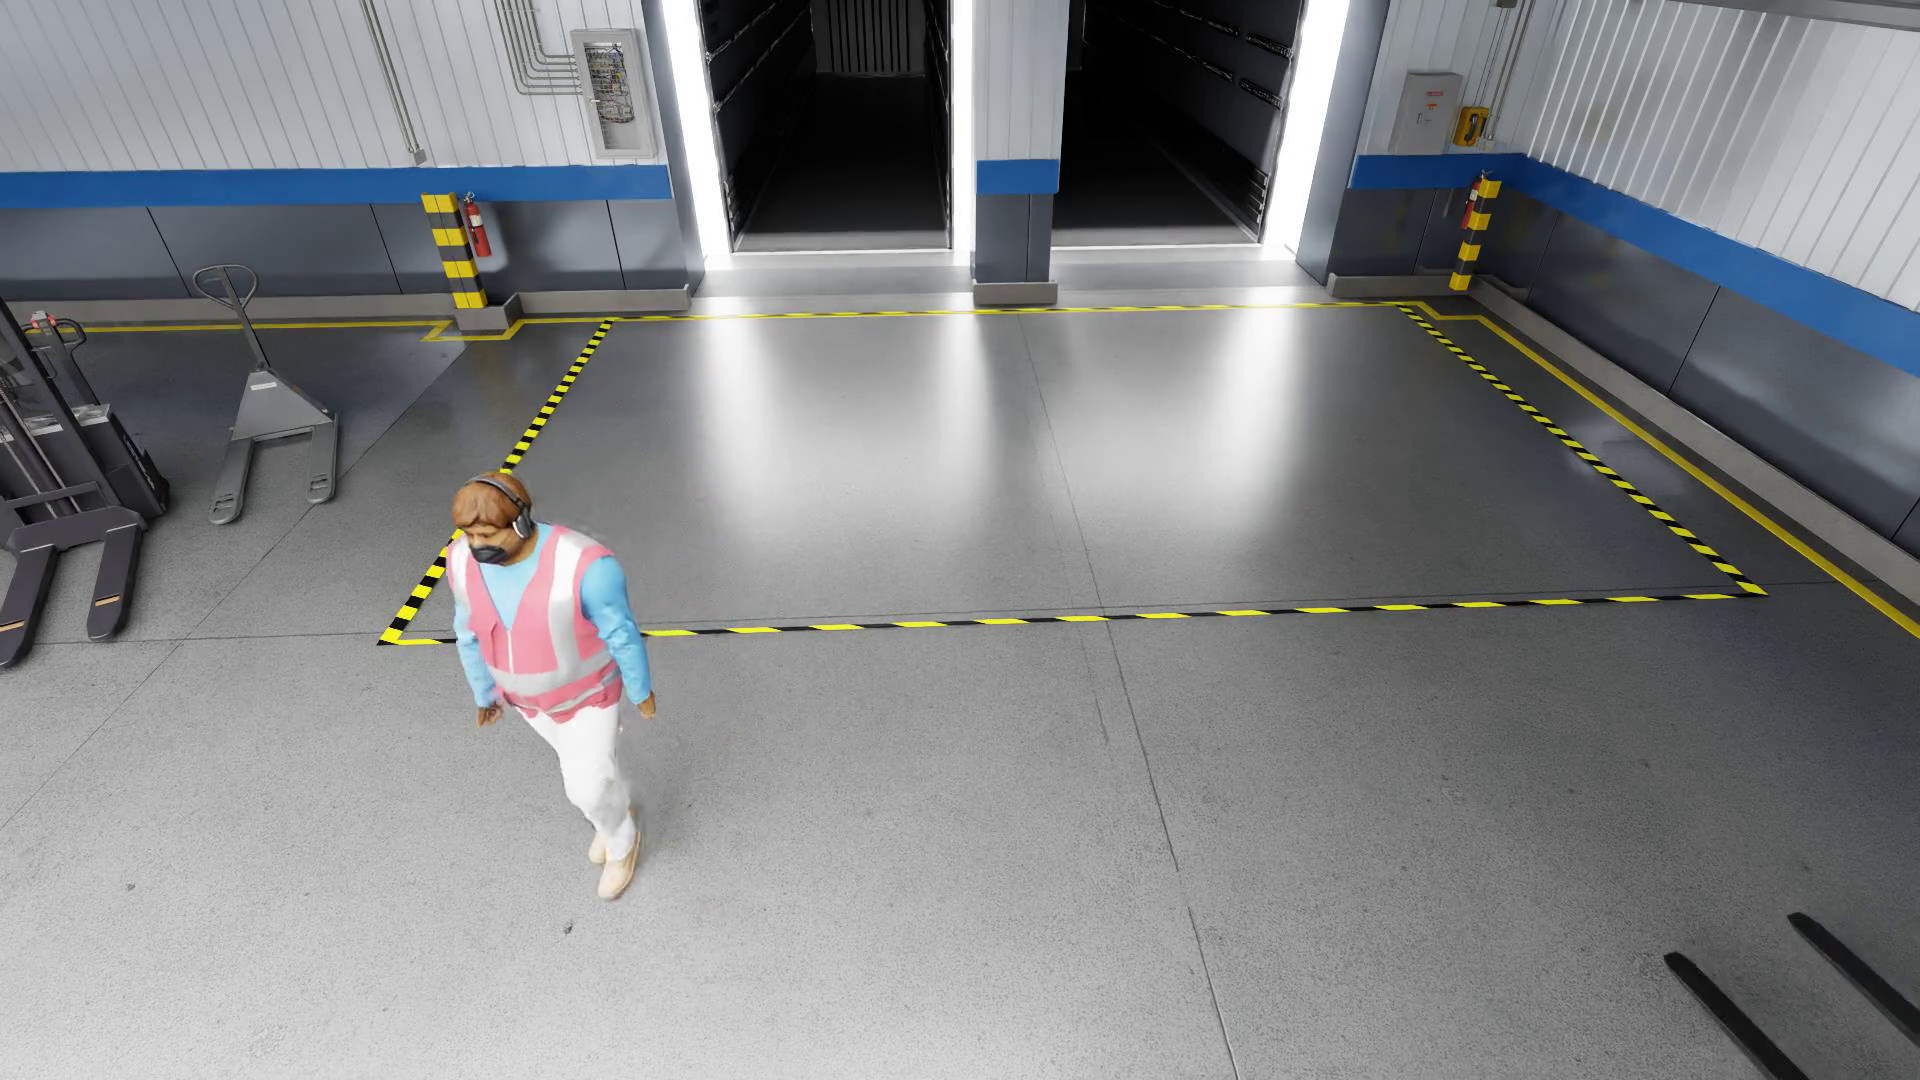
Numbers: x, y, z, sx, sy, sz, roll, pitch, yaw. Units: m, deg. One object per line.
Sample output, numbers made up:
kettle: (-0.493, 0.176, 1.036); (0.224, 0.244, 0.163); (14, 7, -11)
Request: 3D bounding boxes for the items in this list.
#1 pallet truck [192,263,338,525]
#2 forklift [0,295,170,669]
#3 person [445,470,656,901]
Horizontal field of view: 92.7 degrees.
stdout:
pallet truck: (-4.778, -1.027, 6.128); (0.680, 1.201, 1.601); (-17, 38, -23)
forklift: (-5.212, -0.618, 4.878); (0.823, 1.965, 1.885); (-20, 39, -26)
person: (-1.461, 0.558, 3.334); (0.657, 1.828, 0.493); (8, 36, 11)
